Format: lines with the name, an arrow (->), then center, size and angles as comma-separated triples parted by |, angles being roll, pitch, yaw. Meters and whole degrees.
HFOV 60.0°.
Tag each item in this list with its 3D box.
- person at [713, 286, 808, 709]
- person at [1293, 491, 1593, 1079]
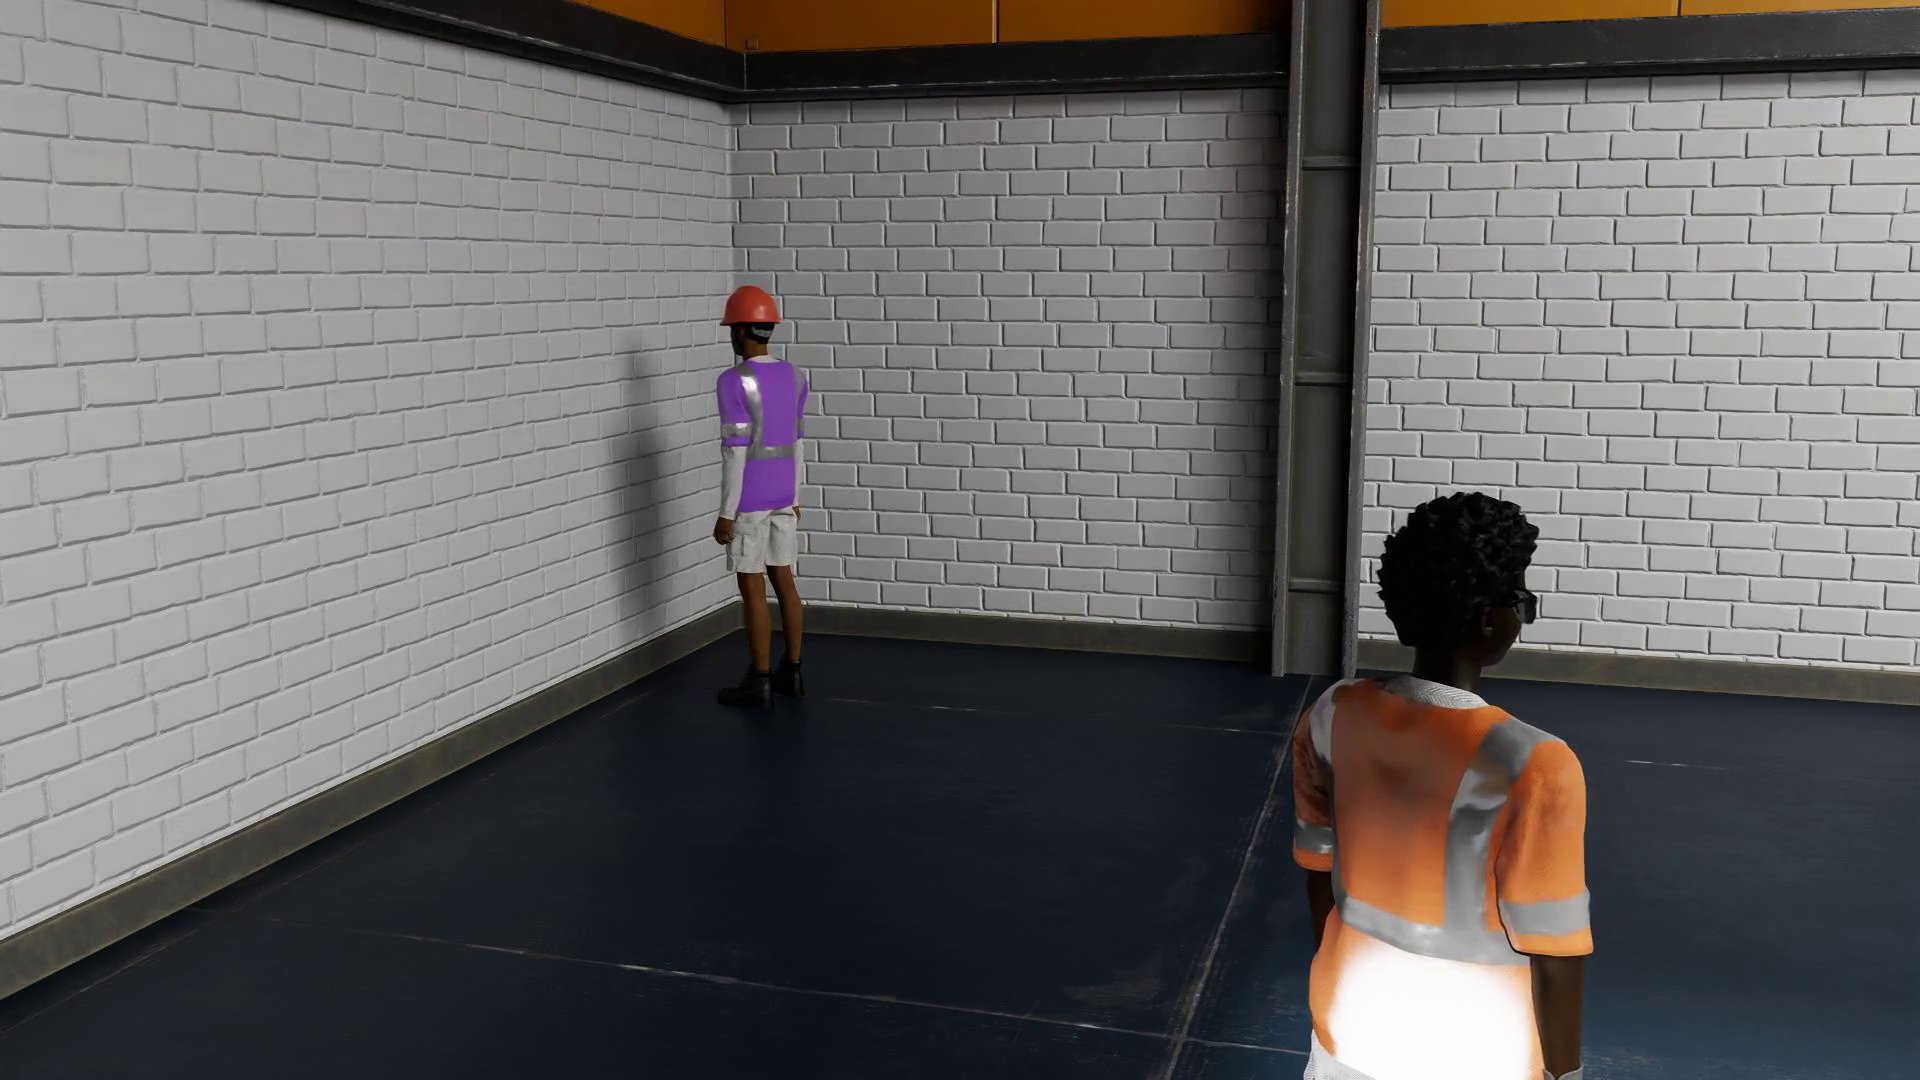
person -> -0.945, -0.195, 7.679 | 0.368, 1.935, 0.552 | 6, 11, 32
person -> 0.723, 0.771, 2.527 | 0.318, 1.697, 0.535 | -6, 11, -33
